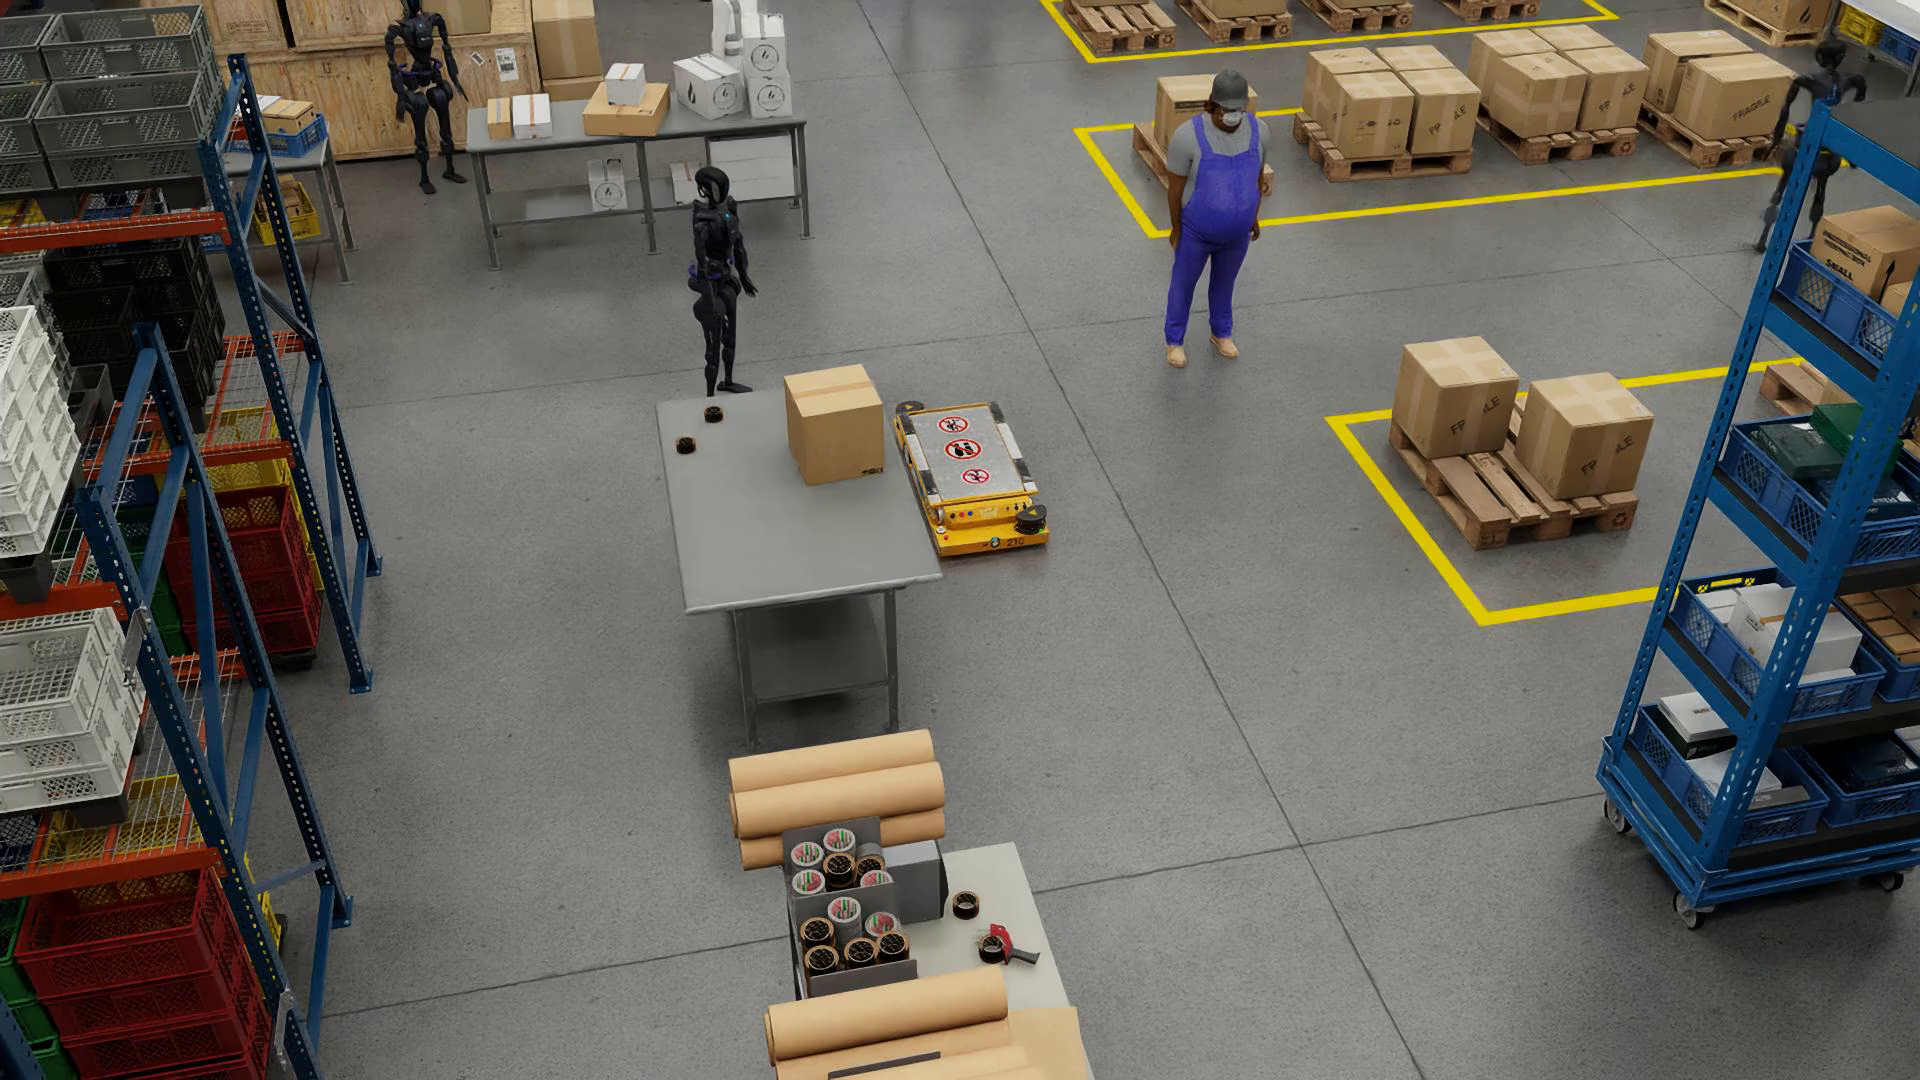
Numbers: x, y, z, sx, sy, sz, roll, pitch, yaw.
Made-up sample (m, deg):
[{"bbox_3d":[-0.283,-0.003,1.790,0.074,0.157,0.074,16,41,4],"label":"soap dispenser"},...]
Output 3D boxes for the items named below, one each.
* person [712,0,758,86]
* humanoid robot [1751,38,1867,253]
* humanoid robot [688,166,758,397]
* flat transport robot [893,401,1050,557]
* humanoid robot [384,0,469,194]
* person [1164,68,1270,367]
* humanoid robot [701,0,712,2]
[{"bbox_3d":[-1.744,-3.895,13.467,0.835,1.857,0.578,11,38,15],"label":"person"},{"bbox_3d":[6.336,-2.887,12.266,0.664,1.630,0.458,9,38,12],"label":"humanoid robot"},{"bbox_3d":[-1.511,-1.589,10.508,0.342,1.651,0.568,11,38,15],"label":"humanoid robot"},{"bbox_3d":[0.046,-0.430,10.108,0.652,0.197,1.431,-8,37,-10],"label":"flat transport robot"},{"bbox_3d":[-4.228,-3.590,13.187,0.317,1.657,0.612,31,46,34],"label":"humanoid robot"},{"bbox_3d":[1.691,-2.090,10.880,0.677,2.000,0.537,-9,38,-12],"label":"person"},{"bbox_3d":[-2.545,-6.335,16.887,0.325,1.652,0.595,1,37,1],"label":"humanoid robot"}]
